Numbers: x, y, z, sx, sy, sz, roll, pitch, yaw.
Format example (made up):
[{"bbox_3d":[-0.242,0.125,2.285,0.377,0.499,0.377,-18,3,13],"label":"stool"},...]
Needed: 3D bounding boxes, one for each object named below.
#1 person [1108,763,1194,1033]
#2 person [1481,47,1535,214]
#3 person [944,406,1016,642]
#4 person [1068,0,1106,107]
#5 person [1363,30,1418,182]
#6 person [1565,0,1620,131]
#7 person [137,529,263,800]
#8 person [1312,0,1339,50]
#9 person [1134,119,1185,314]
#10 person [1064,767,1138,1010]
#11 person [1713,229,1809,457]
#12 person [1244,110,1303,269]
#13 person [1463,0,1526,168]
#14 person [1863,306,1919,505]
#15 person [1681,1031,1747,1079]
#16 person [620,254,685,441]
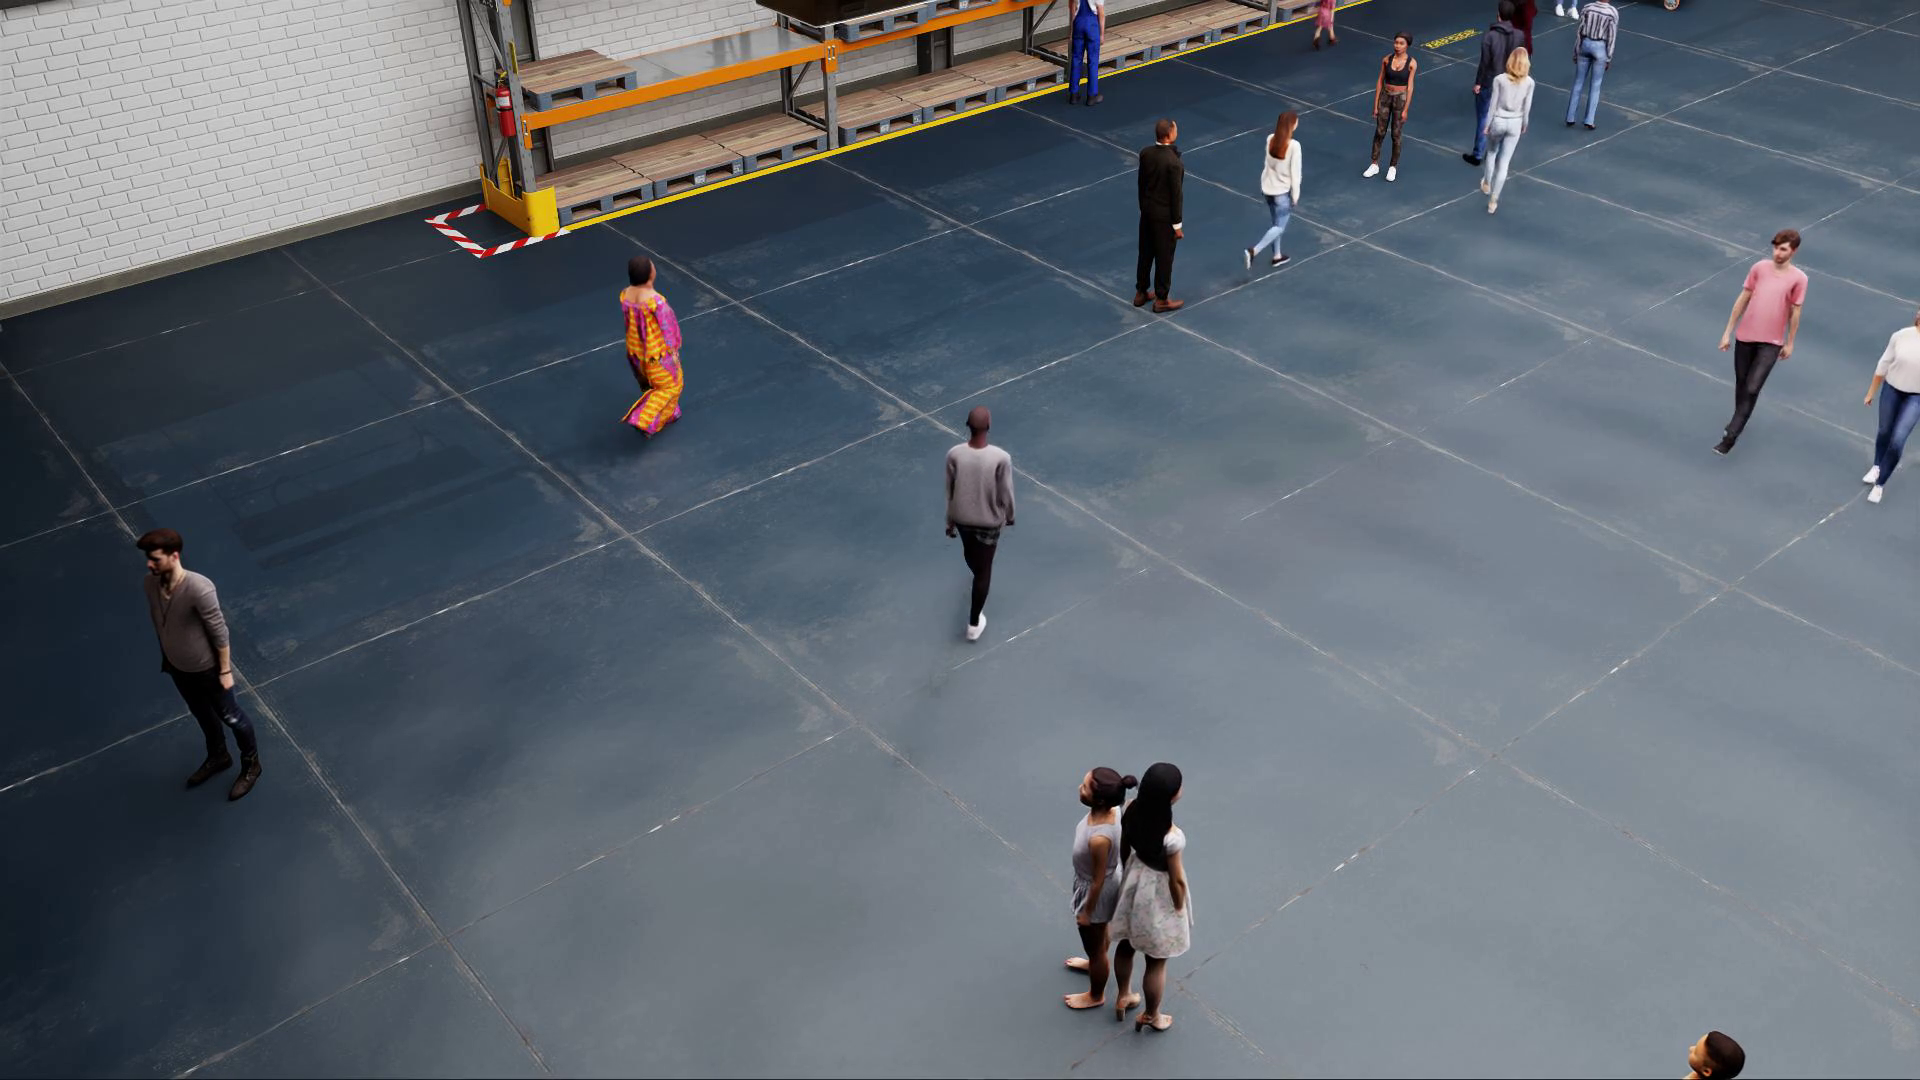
[{"bbox_3d":[0.988,1.869,8.637,0.609,1.776,0.628,-25,41,-32],"label":"person"},{"bbox_3d":[5.950,-4.446,18.142,0.949,1.771,1.085,8,34,12],"label":"person"},{"bbox_3d":[0.107,-0.084,11.608,1.021,1.740,1.173,8,35,12],"label":"person"},{"bbox_3d":[1.598,-6.468,21.112,0.712,1.851,0.712,14,36,20],"label":"person"},{"bbox_3d":[4.952,-4.981,19.010,0.645,1.701,0.646,17,37,23],"label":"person"},{"bbox_3d":[7.744,-5.924,20.346,0.652,1.794,0.594,25,41,32],"label":"person"},{"bbox_3d":[-4.679,0.735,10.227,0.780,1.905,0.757,13,36,19],"label":"person"},{"bbox_3d":[5.078,-7.340,23.191,0.724,1.002,0.439,-26,41,-33],"label":"person"},{"bbox_3d":[1.926,-3.134,16.048,0.588,1.904,0.681,-25,41,-33],"label":"person"},{"bbox_3d":[0.729,1.832,8.848,0.725,1.606,0.661,4,34,6],"label":"person"},{"bbox_3d":[6.709,-1.692,13.867,0.717,1.917,1.133,29,43,36],"label":"person"},{"bbox_3d":[3.176,-3.483,16.781,0.985,1.674,0.658,-24,41,-32],"label":"person"},{"bbox_3d":[6.212,-5.293,19.307,0.673,1.892,0.818,-8,34,-12],"label":"person"},{"bbox_3d":[7.564,-1.170,13.280,0.673,1.697,0.840,28,43,36],"label":"person"},{"bbox_3d":[3.291,2.756,7.584,0.649,1.465,0.514,22,40,30],"label":"person"},{"bbox_3d":[-2.615,-1.590,13.953,0.763,1.653,0.973,23,40,30],"label":"person"}]
